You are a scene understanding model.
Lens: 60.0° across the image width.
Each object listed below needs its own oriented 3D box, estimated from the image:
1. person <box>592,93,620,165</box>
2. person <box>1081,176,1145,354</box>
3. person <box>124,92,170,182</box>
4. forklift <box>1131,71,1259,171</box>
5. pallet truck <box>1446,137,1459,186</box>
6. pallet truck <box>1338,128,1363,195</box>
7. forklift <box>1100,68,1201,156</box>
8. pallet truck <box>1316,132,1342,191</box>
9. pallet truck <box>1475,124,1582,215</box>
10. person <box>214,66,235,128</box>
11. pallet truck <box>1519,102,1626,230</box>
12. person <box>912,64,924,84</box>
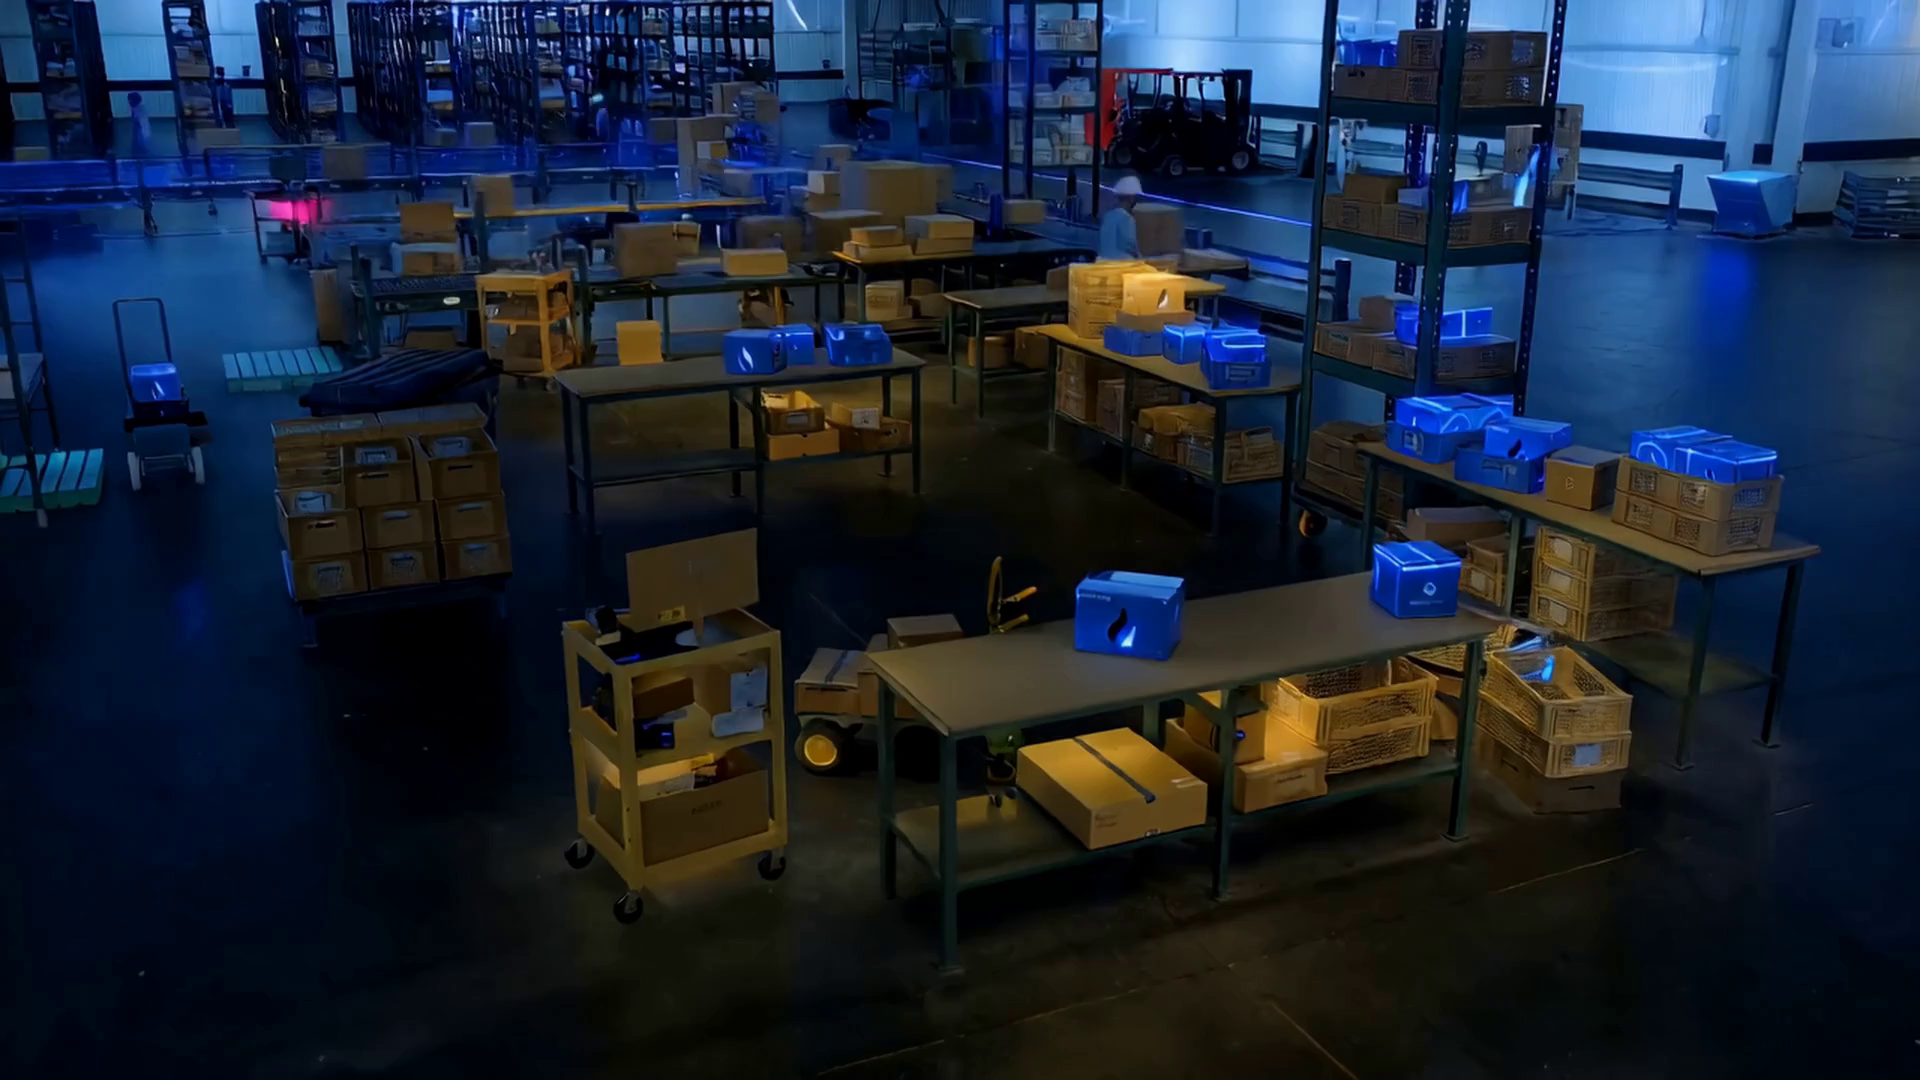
[{"bbox_3d":[-7.465,-8.540,35.063,0.578,1.749,0.528,0,18,-1],"label":"person"},{"bbox_3d":[1.547,-2.521,15.904,0.978,1.879,0.540,-4,18,-13],"label":"person"},{"bbox_3d":[-16.792,-8.269,34.135,0.782,1.801,0.567,0,18,0],"label":"person"},{"bbox_3d":[4.998,-8.936,35.413,2.680,1.987,1.157,-9,20,-25],"label":"forklift"},{"bbox_3d":[9.184,-6.485,29.328,1.630,1.274,0.653,-8,19,-23],"label":"pallet truck"},{"bbox_3d":[7.845,-7.140,31.411,1.522,1.261,0.704,-9,20,-25],"label":"pallet truck"},{"bbox_3d":[4.082,-9.564,37.410,2.680,1.987,1.157,-8,19,-23],"label":"forklift"},{"bbox_3d":[7.723,-7.504,32.656,1.601,1.201,0.680,-8,19,-23],"label":"pallet truck"},{"bbox_3d":[9.707,-6.455,28.103,1.885,1.965,0.823,-7,19,-20],"label":"pallet truck"},{"bbox_3d":[-18.707,-10.993,42.323,0.377,2.045,0.605,-1,18,-3],"label":"person"},{"bbox_3d":[9.972,-6.037,26.785,1.885,1.965,0.823,-9,20,-25],"label":"pallet truck"},{"bbox_3d":[-1.145,-12.231,46.300,0.390,1.992,0.624,-3,18,-11],"label":"person"}]
